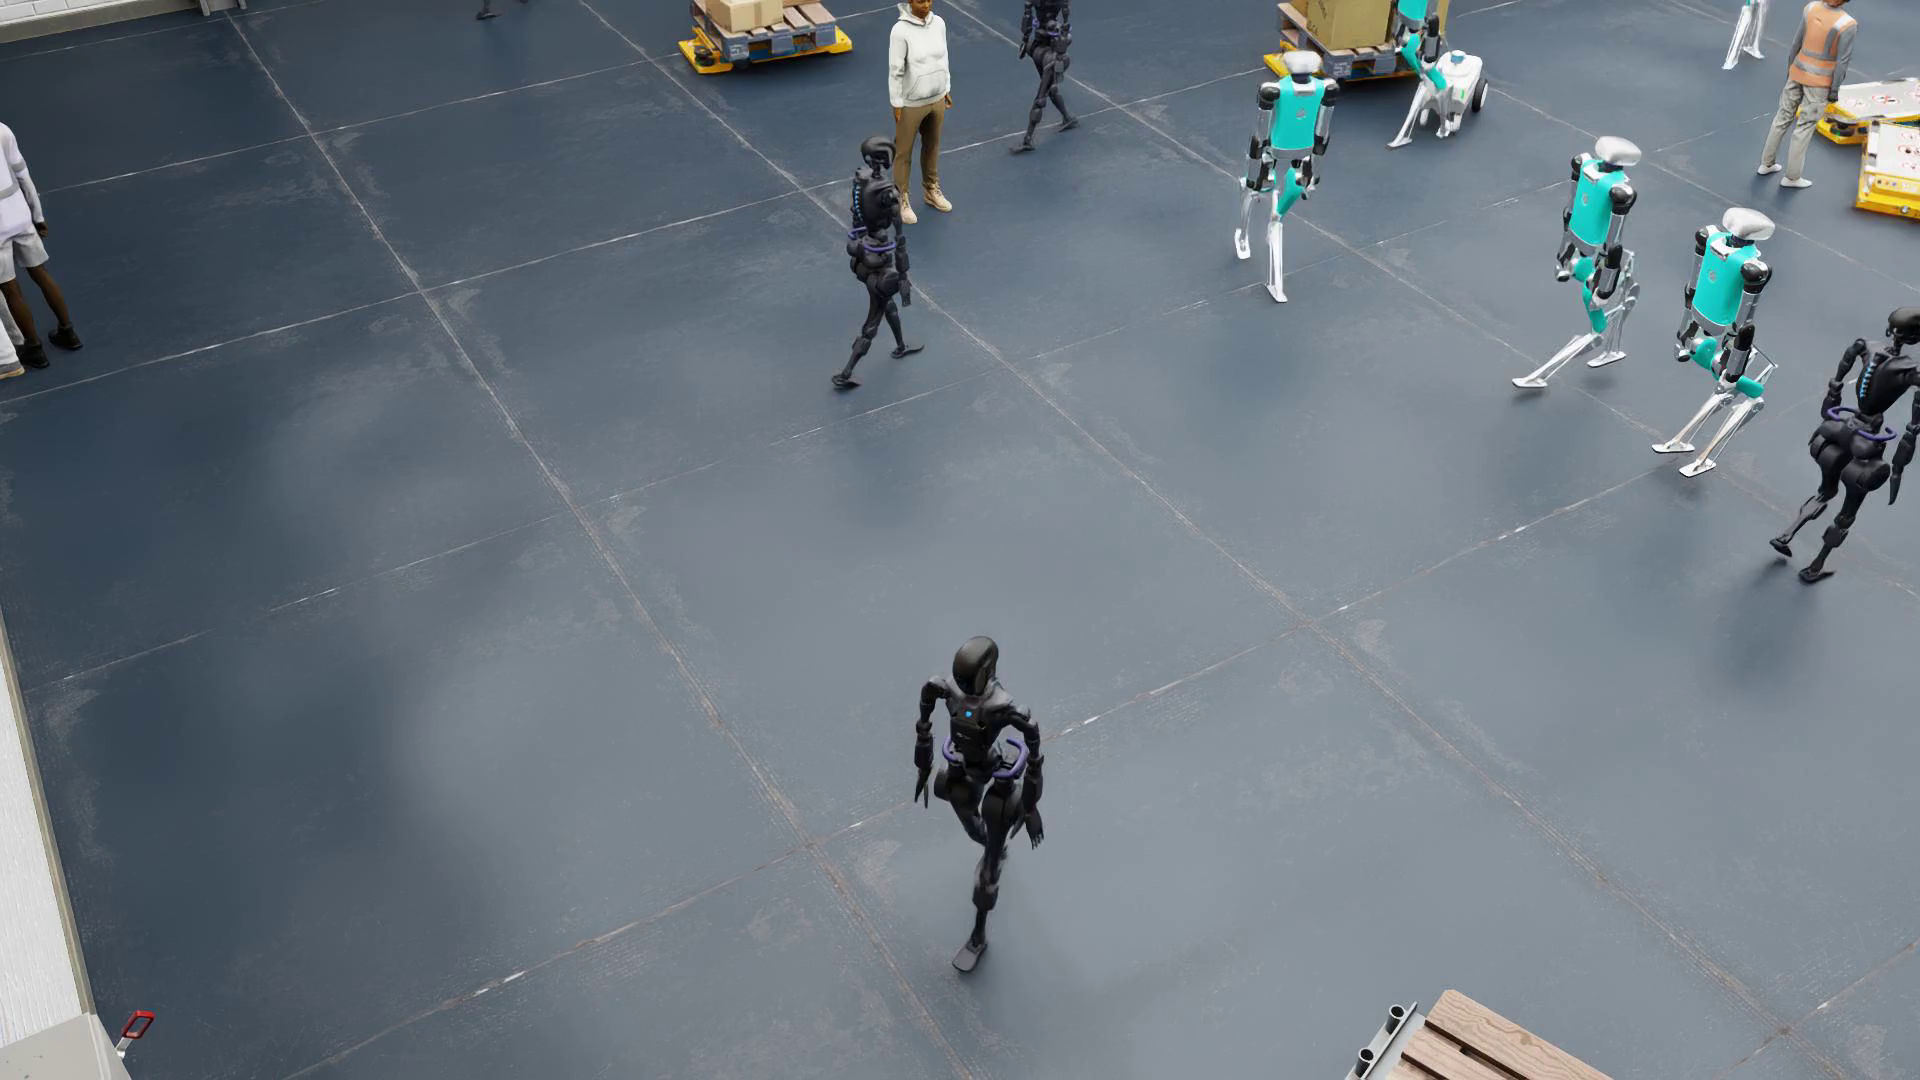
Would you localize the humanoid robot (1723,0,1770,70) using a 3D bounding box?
[{"bbox_3d":[7.051,-4.984,14.396,0.540,1.767,0.762,10,39,12],"label":"humanoid robot"}]

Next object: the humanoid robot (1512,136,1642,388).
[{"bbox_3d":[4.030,-1.684,10.264,1.036,1.754,0.548,-11,40,-13],"label":"humanoid robot"}]

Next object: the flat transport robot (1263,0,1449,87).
[{"bbox_3d":[3.465,-4.228,14.627,1.431,0.231,0.659,-9,39,-11],"label":"flat transport robot"}]

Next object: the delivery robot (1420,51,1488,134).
[{"bbox_3d":[4.089,-3.769,13.815,0.499,0.592,0.774,16,41,19],"label":"delivery robot"}]

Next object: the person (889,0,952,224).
[{"bbox_3d":[-0.305,-3.206,12.132,0.520,1.767,0.373,-25,45,-28],"label":"person"}]

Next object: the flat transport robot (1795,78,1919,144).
[{"bbox_3d":[7.703,-3.558,13.781,1.431,0.231,0.659,-9,39,-11],"label":"flat transport robot"}]

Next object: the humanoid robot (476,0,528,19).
[{"bbox_3d":[-4.282,-5.707,15.393,0.772,1.621,0.584,-27,46,-30],"label":"humanoid robot"}]

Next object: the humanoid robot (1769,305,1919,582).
[{"bbox_3d":[4.710,-0.486,8.767,0.400,1.639,0.591,-17,41,-20],"label":"humanoid robot"}]

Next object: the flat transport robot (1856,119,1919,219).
[{"bbox_3d":[7.381,-2.893,12.942,0.659,0.231,1.431,16,41,20],"label":"flat transport robot"}]

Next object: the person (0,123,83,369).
[{"bbox_3d":[-6.073,-2.004,10.491,0.395,1.928,0.543,20,42,23],"label":"person"}]

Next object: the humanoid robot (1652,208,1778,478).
[{"bbox_3d":[4.418,-1.129,9.427,0.735,1.677,0.533,-10,40,-13],"label":"humanoid robot"}]

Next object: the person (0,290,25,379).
[{"bbox_3d":[-6.286,-1.886,10.379,0.339,1.876,0.575,-4,39,-5],"label":"person"}]

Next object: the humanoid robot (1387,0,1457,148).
[{"bbox_3d":[3.775,-3.897,13.078,0.908,1.823,0.550,-14,40,-17],"label":"humanoid robot"}]

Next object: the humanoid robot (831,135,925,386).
[{"bbox_3d":[-0.530,-1.754,10.412,0.783,1.626,0.609,-23,44,-26],"label":"humanoid robot"}]

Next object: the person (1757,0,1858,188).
[{"bbox_3d":[6.437,-3.470,12.564,0.305,1.640,0.518,-14,40,-17],"label":"person"}]

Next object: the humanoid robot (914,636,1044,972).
[{"bbox_3d":[0.082,1.012,6.915,0.611,1.625,0.763,16,41,19],"label":"humanoid robot"}]

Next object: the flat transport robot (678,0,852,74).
[{"bbox_3d":[-1.754,-4.492,14.960,1.431,0.231,0.659,-15,41,-18],"label":"flat transport robot"}]

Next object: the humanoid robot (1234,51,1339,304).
[{"bbox_3d":[2.143,-2.611,11.433,0.532,1.775,1.001,-6,39,-7],"label":"humanoid robot"}]

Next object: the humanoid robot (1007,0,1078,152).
[{"bbox_3d":[0.680,-3.909,13.126,0.790,1.623,0.589,-23,44,-26],"label":"humanoid robot"}]
